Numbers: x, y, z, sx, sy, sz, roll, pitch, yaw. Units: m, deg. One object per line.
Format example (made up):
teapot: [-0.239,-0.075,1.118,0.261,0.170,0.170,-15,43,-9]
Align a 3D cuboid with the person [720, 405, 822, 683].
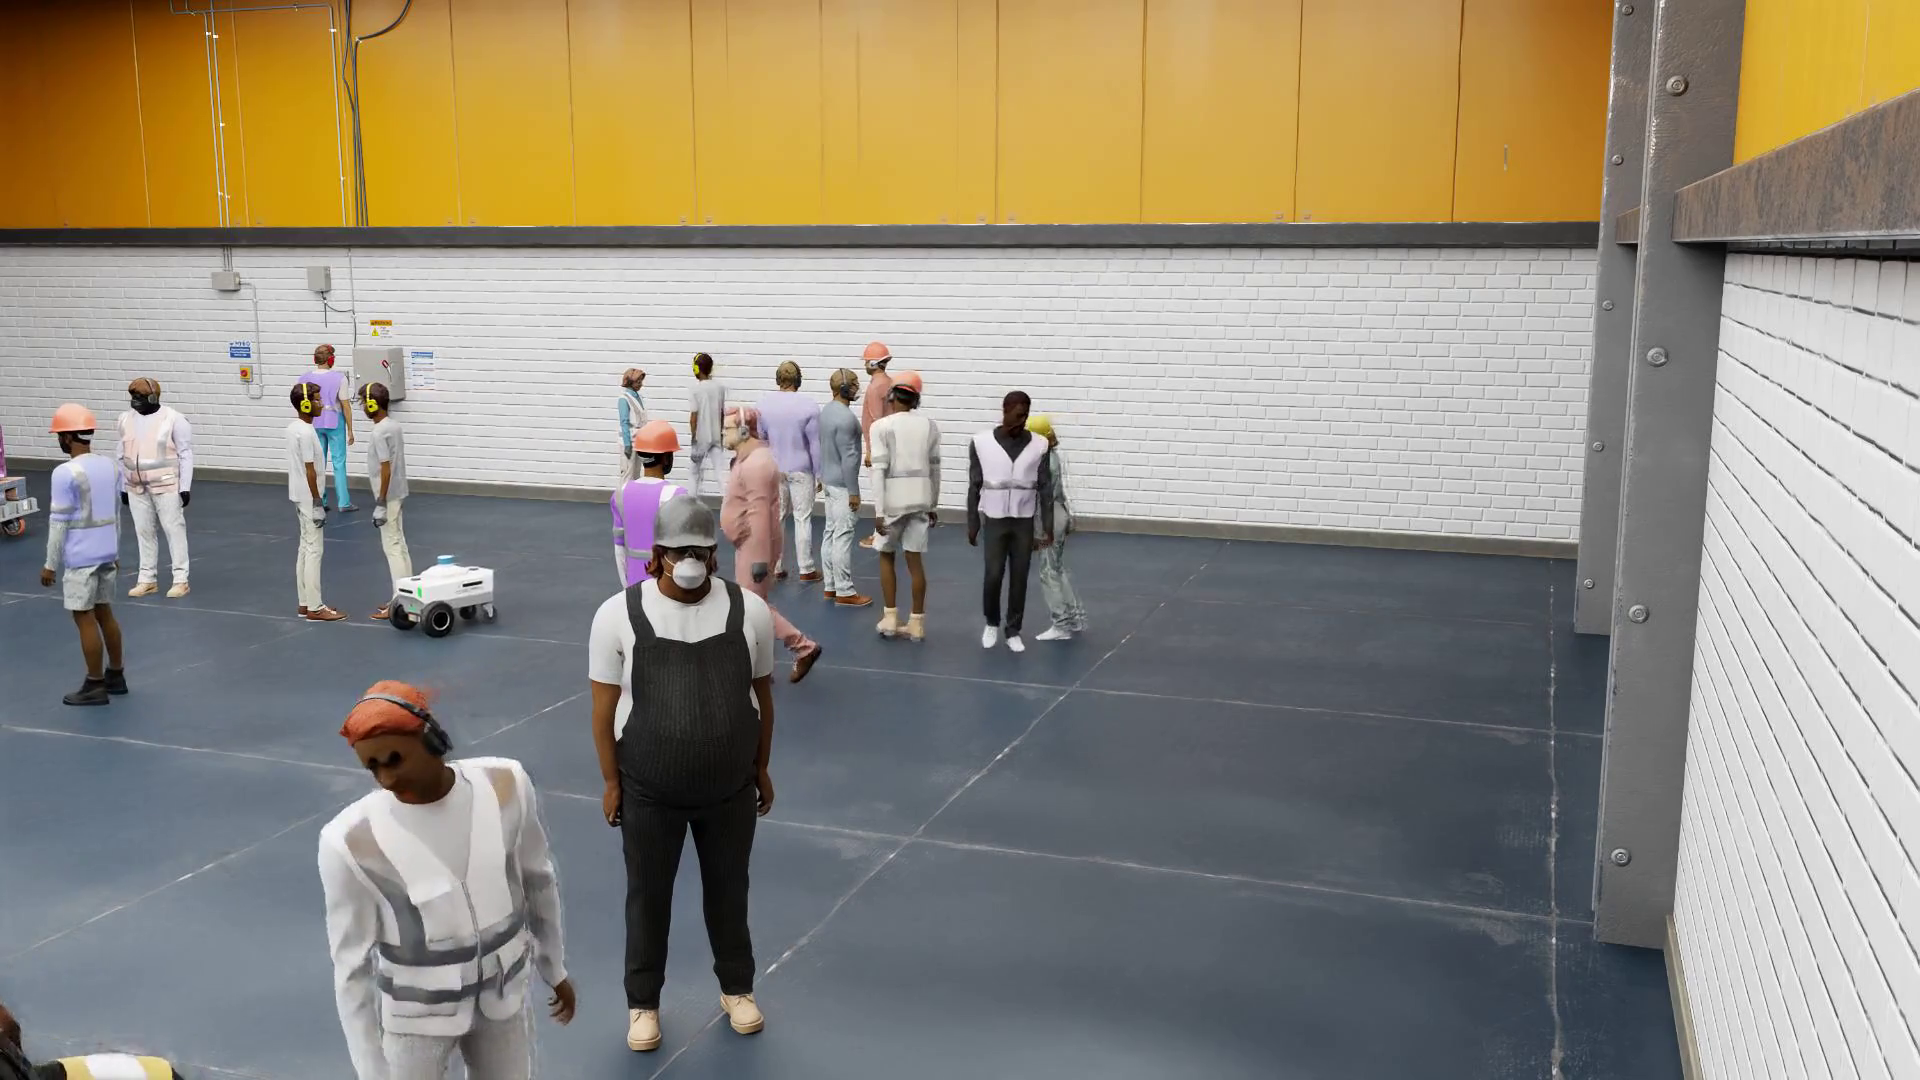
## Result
person: [-1.279,0.056,10.906,0.576,1.896,0.675,-2,10,-14]

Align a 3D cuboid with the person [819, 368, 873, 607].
person: [-0.950,-0.427,13.510,0.371,1.941,0.627,-4,11,-21]

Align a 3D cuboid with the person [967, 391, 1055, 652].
person: [0.363,-0.130,11.981,0.604,1.895,0.458,-2,10,-10]

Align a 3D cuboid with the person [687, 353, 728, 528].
person: [-2.621,-1.033,17.263,0.535,1.822,0.992,-10,14,-44]

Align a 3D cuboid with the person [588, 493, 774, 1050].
person: [-0.981,0.841,6.084,0.683,2.000,0.538,-4,11,-20]

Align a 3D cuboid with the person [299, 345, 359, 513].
person: [-6.900,-1.204,18.147,0.566,1.846,0.387,1,10,6]

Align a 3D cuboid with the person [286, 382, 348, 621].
person: [-5.053,-0.296,12.984,0.326,1.866,0.520,-7,12,-33]

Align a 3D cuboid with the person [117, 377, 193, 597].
person: [-6.694,-0.432,13.821,0.626,1.840,0.430,1,10,6]

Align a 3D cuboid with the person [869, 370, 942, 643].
person: [-0.393,-0.252,12.363,0.623,1.993,0.606,-5,11,-25]

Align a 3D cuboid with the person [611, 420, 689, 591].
person: [-1.716,0.279,9.536,0.544,1.939,0.354,5,11,25]

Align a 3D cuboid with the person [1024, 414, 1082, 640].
person: [0.657,-0.099,12.321,0.441,1.699,0.570,2,10,12]

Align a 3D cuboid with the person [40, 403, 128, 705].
person: [-5.578,0.096,10.590,0.392,1.935,0.549,1,10,8]

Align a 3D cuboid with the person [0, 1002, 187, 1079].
person: [-1.473,1.561,2.765,0.700,1.792,0.717,-6,12,-30]

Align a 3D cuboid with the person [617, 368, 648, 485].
person: [-3.453,-0.996,17.559,0.311,1.640,0.513,1,10,7]

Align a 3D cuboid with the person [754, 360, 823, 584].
person: [-1.465,-0.582,14.384,0.631,1.940,0.372,3,11,17]

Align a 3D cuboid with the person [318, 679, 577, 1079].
person: [-1.344,1.240,4.373,0.684,1.858,0.359,-9,14,-42]

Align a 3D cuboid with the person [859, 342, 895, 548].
person: [-0.801,-0.915,16.140,0.406,1.990,0.627,3,10,16]

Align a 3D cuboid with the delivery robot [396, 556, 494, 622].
delivery robot: [-3.922,0.363,12.693,0.477,0.478,0.707,8,13,37]

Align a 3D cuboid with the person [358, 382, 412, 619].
person: [-4.504,-0.305,13.041,0.335,1.863,0.513,-1,10,-5]
